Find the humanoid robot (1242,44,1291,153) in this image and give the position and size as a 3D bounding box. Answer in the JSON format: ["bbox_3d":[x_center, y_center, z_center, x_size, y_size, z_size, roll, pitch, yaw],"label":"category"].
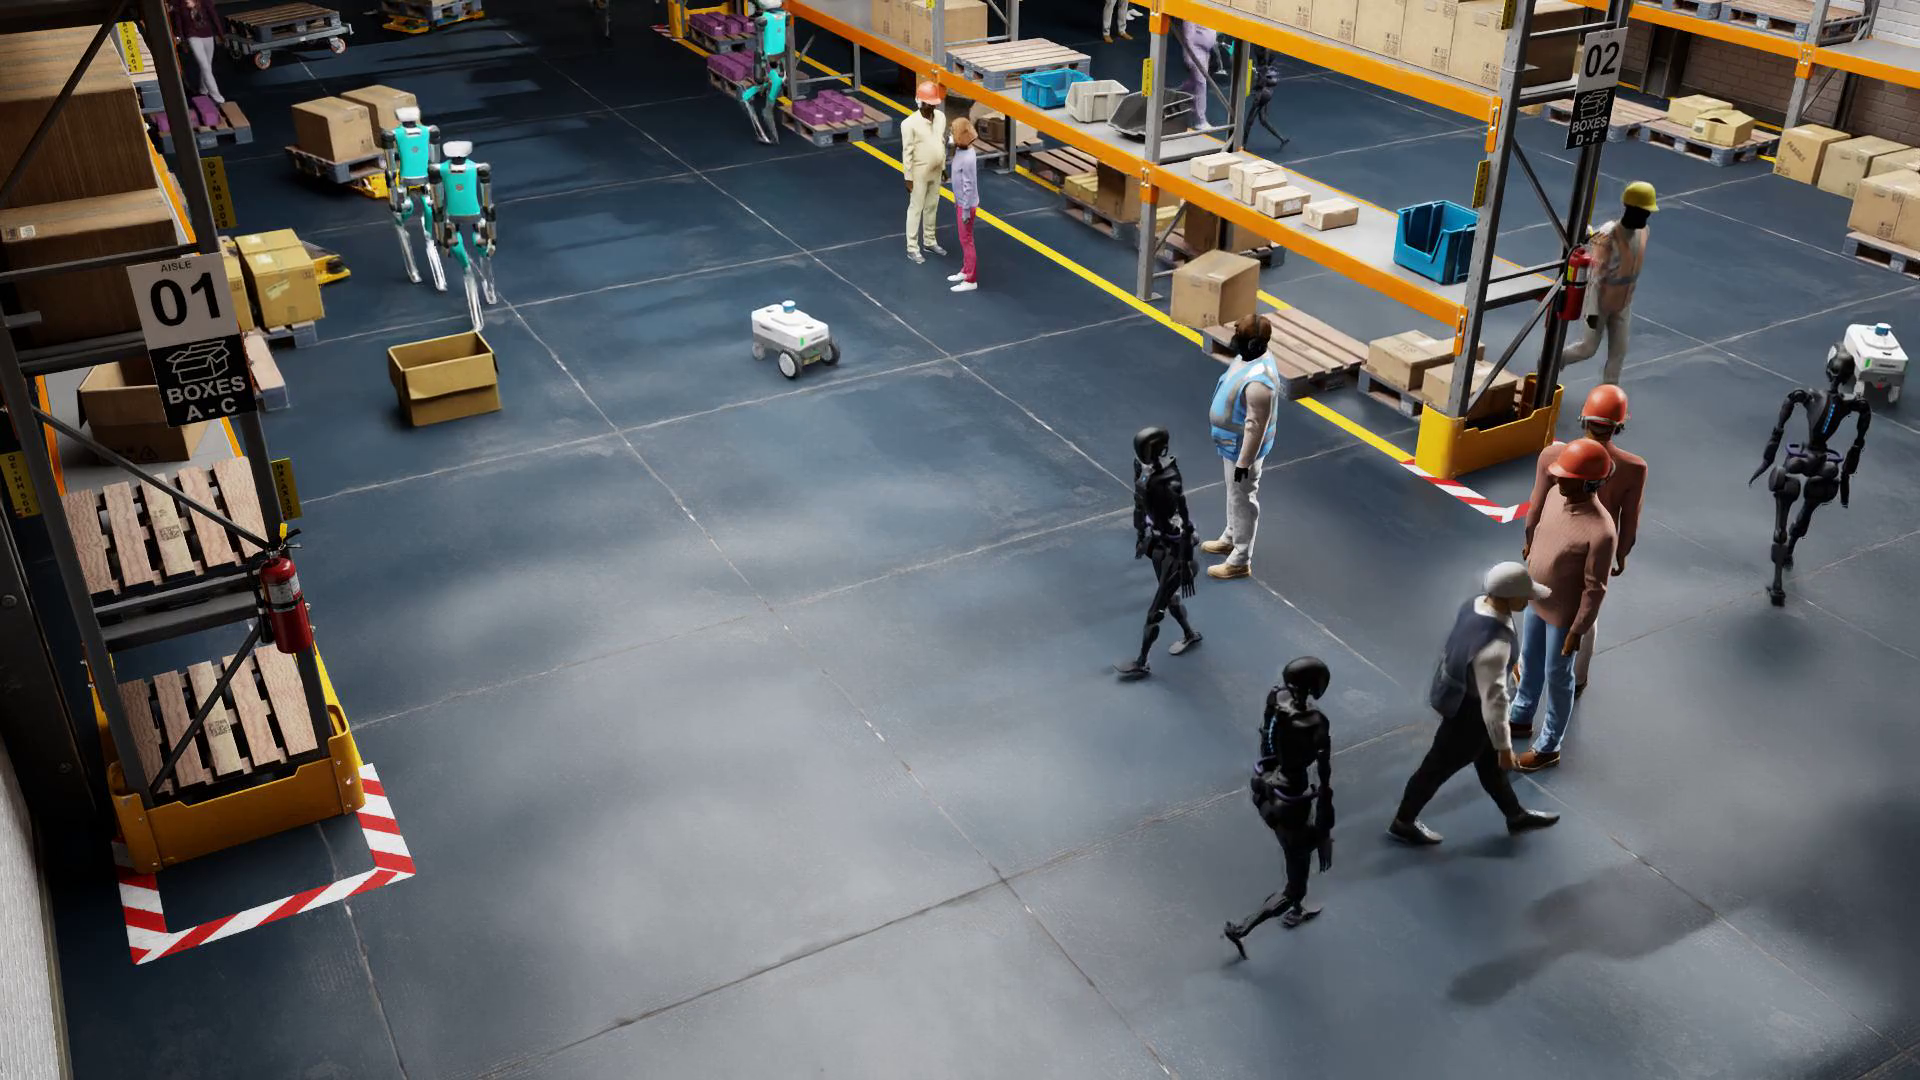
[{"bbox_3d":[3.528,-5.262,19.206,0.692,1.637,0.589,4,30,7],"label":"humanoid robot"}]

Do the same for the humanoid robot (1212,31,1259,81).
[{"bbox_3d":[3.623,-6.795,21.766,1.040,1.723,0.575,7,31,11],"label":"humanoid robot"}]

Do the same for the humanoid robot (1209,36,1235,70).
[{"bbox_3d":[3.679,-7.247,22.610,0.610,1.641,0.389,-3,30,-6],"label":"humanoid robot"}]

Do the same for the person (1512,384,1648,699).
[{"bbox_3d":[3.574,0.025,9.636,0.610,1.994,0.378,8,31,14],"label":"person"}]

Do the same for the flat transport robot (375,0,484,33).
[{"bbox_3d":[-7.983,-7.932,25.217,0.659,0.231,1.431,17,34,27],"label":"flat transport robot"}]

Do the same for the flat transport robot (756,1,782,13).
[{"bbox_3d":[-2.812,-8.382,26.002,1.431,0.231,0.659,-3,30,-5],"label":"flat transport robot"}]

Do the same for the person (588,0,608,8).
[{"bbox_3d":[-5.831,-9.262,25.978,0.510,1.826,0.632,9,31,15],"label":"person"}]

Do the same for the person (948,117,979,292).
[{"bbox_3d":[0.035,-3.123,15.486,0.280,1.628,0.501,-4,30,-7],"label":"person"}]

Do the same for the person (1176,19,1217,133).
[{"bbox_3d":[2.813,-5.891,20.047,0.727,1.883,0.648,13,32,21],"label":"person"}]

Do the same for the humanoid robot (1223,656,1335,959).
[{"bbox_3d":[1.523,1.248,7.855,0.624,1.640,0.609,-11,32,-19],"label":"humanoid robot"}]

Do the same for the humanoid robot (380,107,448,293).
[{"bbox_3d":[-5.119,-3.215,15.556,0.552,1.780,0.880,-17,34,-27],"label":"humanoid robot"}]

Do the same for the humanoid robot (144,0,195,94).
[{"bbox_3d":[-10.346,-6.662,21.647,0.812,1.630,0.601,20,36,31],"label":"humanoid robot"}]

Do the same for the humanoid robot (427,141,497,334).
[{"bbox_3d":[-4.347,-2.772,14.775,0.566,1.768,0.980,-5,30,-9],"label":"humanoid robot"}]

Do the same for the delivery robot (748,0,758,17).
[{"bbox_3d":[-3.098,-8.413,25.786,0.790,0.613,0.499,-5,30,-9],"label":"delivery robot"}]

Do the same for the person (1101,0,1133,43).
[{"bbox_3d":[2.326,-8.140,23.971,0.582,1.884,0.412,-17,34,-27],"label":"person"}]

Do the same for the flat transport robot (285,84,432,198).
[{"bbox_3d":[-6.665,-4.113,18.569,1.431,0.231,0.659,22,37,34],"label":"flat transport robot"}]

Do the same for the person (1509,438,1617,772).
[{"bbox_3d":[3.247,0.349,9.073,0.376,1.995,0.610,-7,31,-12],"label":"person"}]

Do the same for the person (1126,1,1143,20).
[{"bbox_3d":[2.639,-8.890,25.303,0.335,1.845,0.510,17,34,27],"label":"person"}]

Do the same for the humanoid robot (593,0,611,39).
[{"bbox_3d":[-5.289,-8.178,24.283,0.616,1.630,0.746,-5,30,-8],"label":"humanoid robot"}]

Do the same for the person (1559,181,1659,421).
[{"bbox_3d":[5.104,-1.929,13.130,0.586,1.901,0.756,-14,33,-23],"label":"person"}]

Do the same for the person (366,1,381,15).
[{"bbox_3d":[-8.899,-8.897,25.549,0.774,1.611,0.321,-3,30,-4],"label":"person"}]

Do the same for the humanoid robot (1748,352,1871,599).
[{"bbox_3d":[5.506,-0.449,10.837,0.608,1.634,0.792,8,31,13],"label":"humanoid robot"}]

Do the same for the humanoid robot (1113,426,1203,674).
[{"bbox_3d":[1.236,0.052,9.932,0.708,1.625,0.611,-14,33,-23],"label":"humanoid robot"}]

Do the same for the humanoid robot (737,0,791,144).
[{"bbox_3d":[-2.340,-5.422,19.472,0.730,1.878,0.539,21,36,32],"label":"humanoid robot"}]

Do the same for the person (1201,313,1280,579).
[{"bbox_3d":[1.838,-0.623,10.914,0.429,1.846,0.625,1,30,2],"label":"person"}]

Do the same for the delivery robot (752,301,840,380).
[{"bbox_3d":[-1.443,-1.741,14.138,0.756,0.580,0.499,26,39,38],"label":"delivery robot"}]

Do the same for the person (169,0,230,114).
[{"bbox_3d":[-9.499,-6.321,20.775,1.004,1.896,0.506,23,37,34],"label":"person"}]

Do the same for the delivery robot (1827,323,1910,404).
[{"bbox_3d":[7.545,-1.503,13.747,0.499,0.603,0.782,6,30,11],"label":"delivery robot"}]

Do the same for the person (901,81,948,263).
[{"bbox_3d":[-0.315,-3.581,16.154,0.342,1.747,0.571,25,38,36],"label":"person"}]

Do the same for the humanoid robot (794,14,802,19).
[{"bbox_3d":[-2.503,-8.763,25.227,0.776,1.803,0.531,23,37,34],"label":"humanoid robot"}]

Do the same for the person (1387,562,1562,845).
[{"bbox_3d":[2.707,0.866,8.451,0.916,1.711,0.805,6,30,11],"label":"person"}]

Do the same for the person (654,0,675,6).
[{"bbox_3d":[-4.611,-9.182,25.908,0.604,1.739,0.380,2,30,4],"label":"person"}]

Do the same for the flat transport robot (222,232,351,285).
[{"bbox_3d":[-6.615,-2.705,16.118,1.431,0.231,0.659,22,36,33],"label":"flat transport robot"}]
